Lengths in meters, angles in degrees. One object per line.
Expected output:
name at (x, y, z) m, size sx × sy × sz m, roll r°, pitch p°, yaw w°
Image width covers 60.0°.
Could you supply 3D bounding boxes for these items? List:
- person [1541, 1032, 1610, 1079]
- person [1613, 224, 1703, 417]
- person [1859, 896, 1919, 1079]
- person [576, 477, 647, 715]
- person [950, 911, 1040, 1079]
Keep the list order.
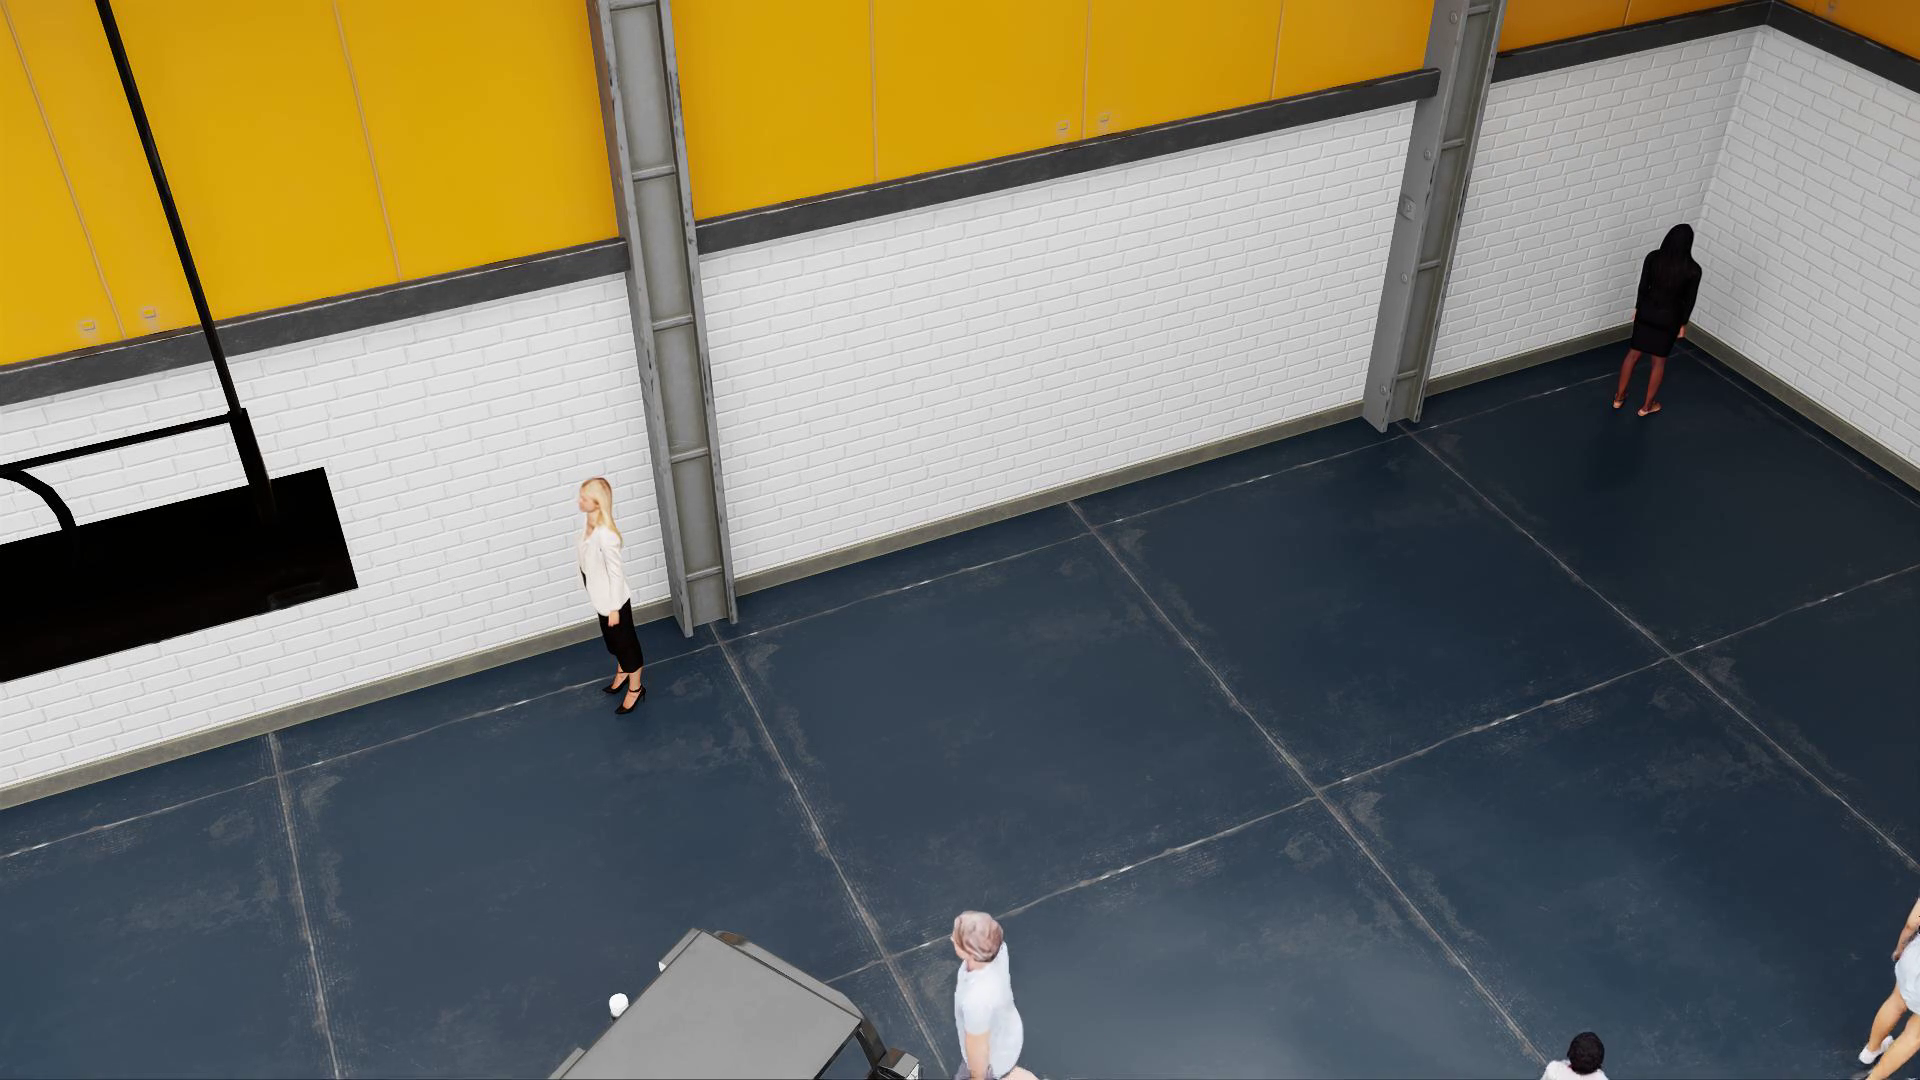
person at (2.934, 2.861, 8.075) m, size 0.603 × 1.253 × 0.661 m, roll 13°, pitch 40°, yaw 16°
person at (5.690, -1.804, 13.542) m, size 0.685 × 1.720 × 0.666 m, roll 27°, pitch 46°, yaw 30°
person at (4.958, 2.209, 8.503) m, size 0.737 × 1.739 × 0.597 m, roll -14°, pitch 41°, yaw -17°
person at (-2.262, 0.361, 10.721) m, size 0.522 × 1.858 × 0.611 m, roll -18°, pitch 42°, yaw -21°
person at (0.234, 2.483, 8.111) m, size 1.146 × 1.801 × 1.048 m, roll 5°, pitch 39°, yaw 7°
